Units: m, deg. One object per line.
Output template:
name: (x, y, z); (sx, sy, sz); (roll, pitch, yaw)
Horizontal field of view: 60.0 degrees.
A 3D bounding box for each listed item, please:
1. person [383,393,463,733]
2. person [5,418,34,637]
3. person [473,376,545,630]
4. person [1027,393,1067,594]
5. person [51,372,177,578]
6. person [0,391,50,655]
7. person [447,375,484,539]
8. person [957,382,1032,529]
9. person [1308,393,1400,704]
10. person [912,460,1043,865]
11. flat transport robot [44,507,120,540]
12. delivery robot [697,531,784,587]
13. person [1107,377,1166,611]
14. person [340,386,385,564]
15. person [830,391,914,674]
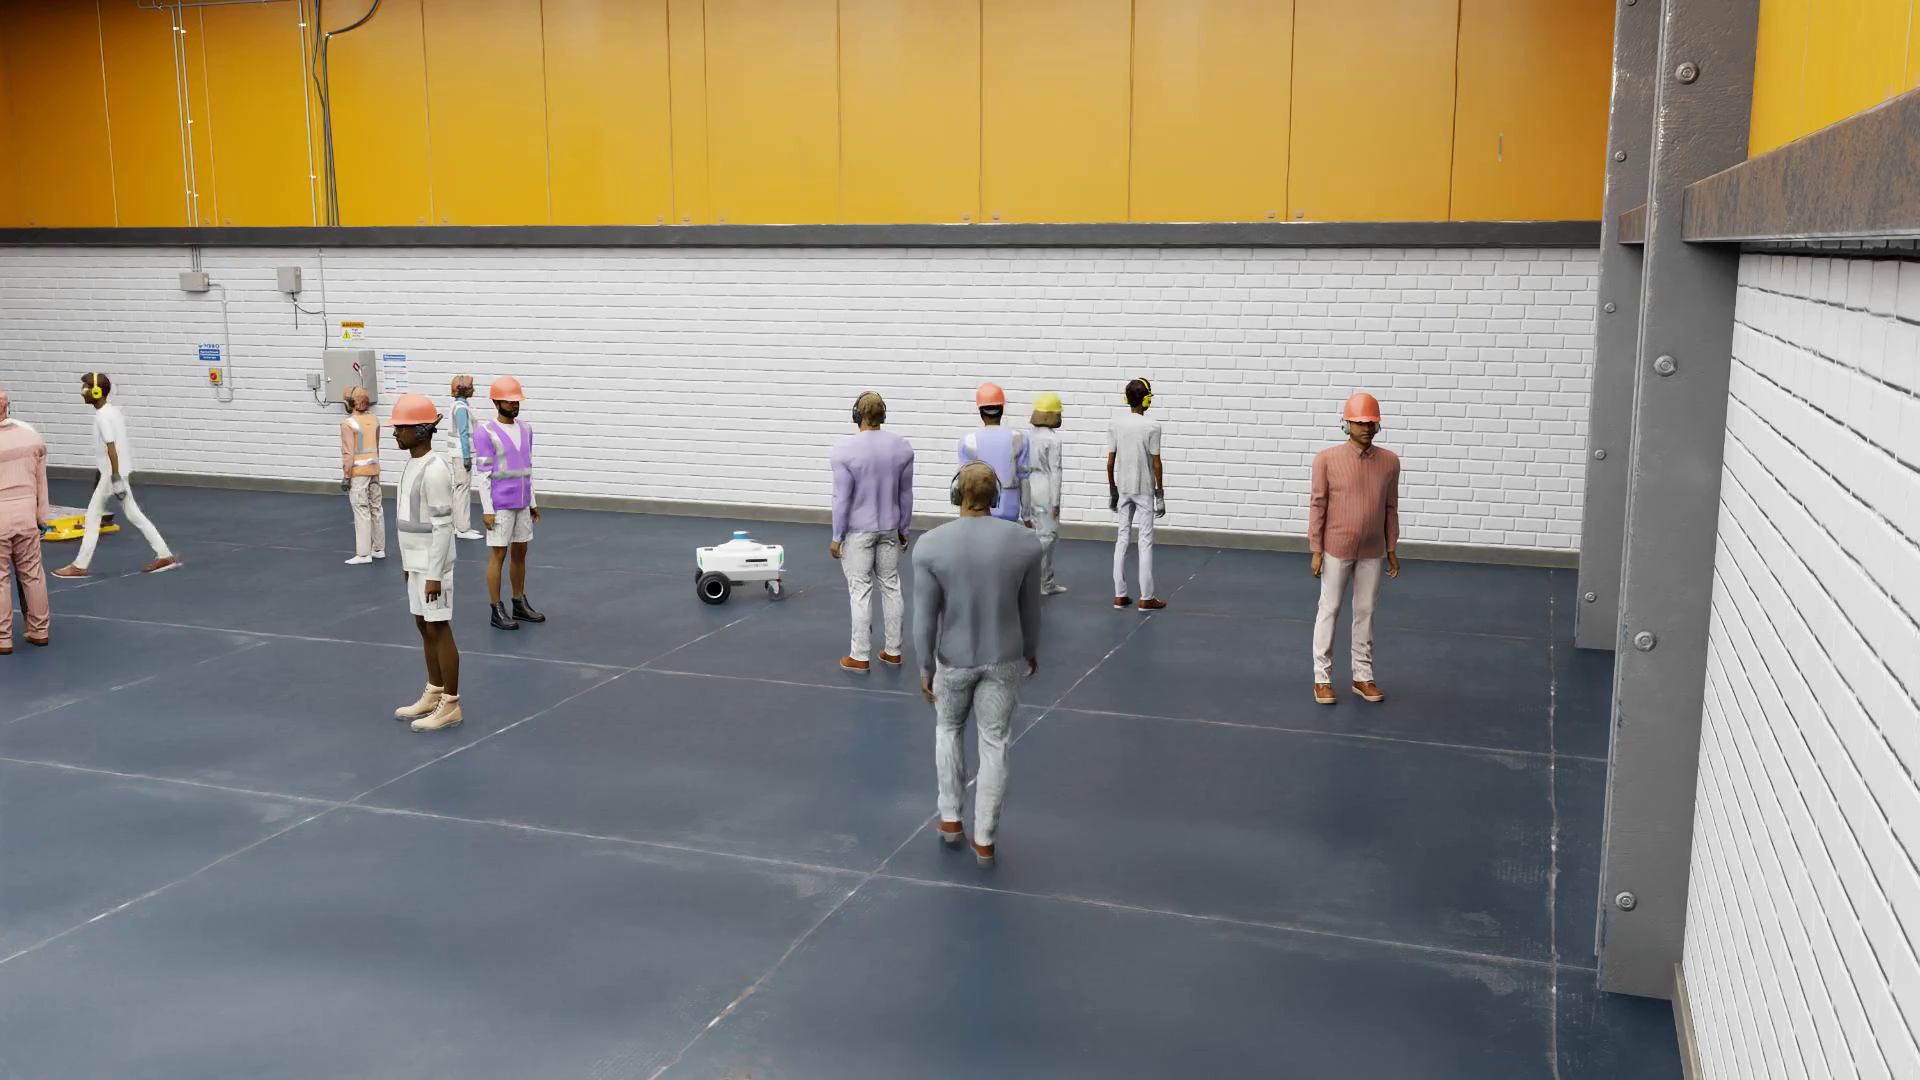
person: (-3.244, 0.135, 10.055); (0.370, 2.044, 0.608); (-7, 12, -33)
person: (-7.134, -0.235, 12.315); (0.635, 1.984, 0.421); (-5, 11, -25)
person: (-3.440, -0.290, 12.745); (0.358, 1.938, 0.548); (6, 12, 29)
person: (0.623, -0.357, 13.758); (0.664, 1.720, 0.486); (-6, 12, -31)
person: (-7.500, -0.574, 14.695); (0.998, 1.820, 0.534); (-3, 10, -15)
person: (-6.878, -0.133, 11.949); (0.408, 1.908, 0.643); (5, 11, 28)
person: (-4.952, -0.828, 16.609); (0.314, 1.639, 0.517); (-4, 11, -21)
person: (0.258, -0.198, 12.263); (0.572, 1.922, 0.559); (0, 10, -1)
person: (2.526, 0.054, 10.643); (0.611, 1.996, 0.379); (-2, 10, -10)
person: (0.082, 0.562, 8.001); (0.634, 1.913, 0.672); (-1, 10, -4)
flat transport robot: (-9.302, -0.190, 16.872); (1.431, 0.197, 0.652); (5, 11, 26)
delivery robot: (-1.815, 0.173, 13.765); (0.707, 0.478, 0.477); (-2, 10, -11)
person: (1.422, -0.367, 13.363); (0.517, 1.874, 0.327); (7, 12, 34)
person: (-5.498, -0.594, 15.296); (0.307, 1.641, 0.512); (2, 10, 13)
person: (-0.609, -0.053, 11.403); (0.635, 1.938, 0.359); (-6, 12, -32)
